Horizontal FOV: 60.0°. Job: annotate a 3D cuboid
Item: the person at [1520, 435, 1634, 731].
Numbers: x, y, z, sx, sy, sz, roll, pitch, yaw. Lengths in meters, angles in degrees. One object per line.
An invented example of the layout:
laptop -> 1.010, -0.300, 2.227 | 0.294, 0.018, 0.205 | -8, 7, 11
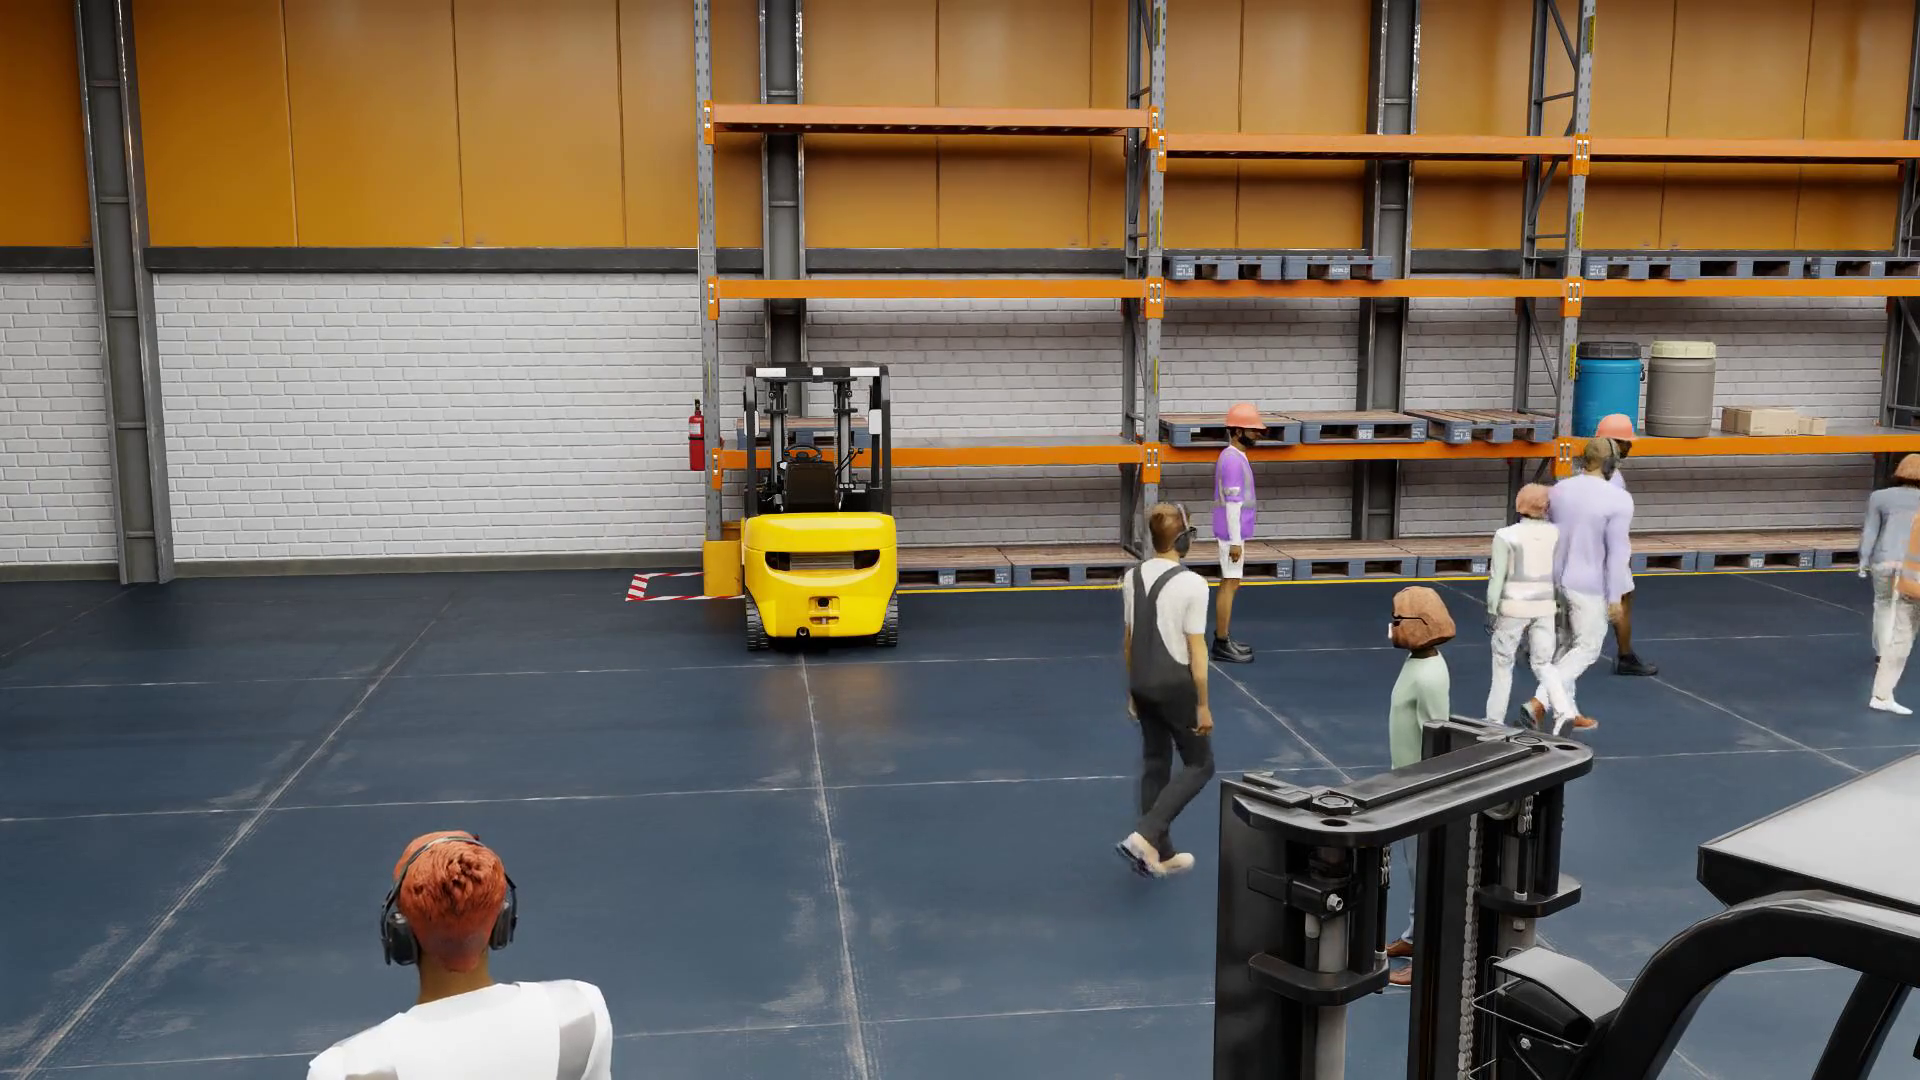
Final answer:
person -> 3.745, 0.304, 10.256 | 0.688, 1.907, 0.646 | -4, 10, -24

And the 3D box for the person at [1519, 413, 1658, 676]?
person -> 4.538, 0.040, 11.893 | 0.925, 1.909, 0.542 | -1, 9, -3

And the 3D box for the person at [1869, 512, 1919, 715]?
person -> 6.367, 0.366, 10.785 | 0.809, 1.592, 0.574 | 2, 9, 11

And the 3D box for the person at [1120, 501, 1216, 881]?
person -> 0.958, 0.732, 7.804 | 0.470, 1.831, 0.539 | -7, 12, -39

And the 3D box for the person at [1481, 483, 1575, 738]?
person -> 3.522, 0.454, 10.218 | 0.546, 1.610, 0.745 | -2, 9, -12

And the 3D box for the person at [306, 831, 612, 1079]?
person -> -0.902, 1.461, 3.097 | 0.576, 1.880, 0.354 | -7, 11, -37

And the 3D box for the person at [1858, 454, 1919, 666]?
person -> 6.787, 0.177, 11.994 | 0.500, 1.588, 0.738 | 8, 12, 40

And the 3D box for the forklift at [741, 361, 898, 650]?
forklift -> -1.154, -0.340, 13.365 | 1.214, 2.155, 2.313 | -1, 9, -7

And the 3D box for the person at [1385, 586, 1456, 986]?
person -> 1.856, 0.995, 6.775 | 0.265, 1.632, 0.507 | 1, 9, 9

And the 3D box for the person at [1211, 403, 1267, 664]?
person -> 2.076, -0.058, 12.407 | 0.375, 1.935, 0.551 | 1, 9, 9

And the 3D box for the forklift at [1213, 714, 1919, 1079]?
forklift -> 1.441, 1.425, 2.350 | 1.214, 2.155, 2.313 | -7, 12, -39
